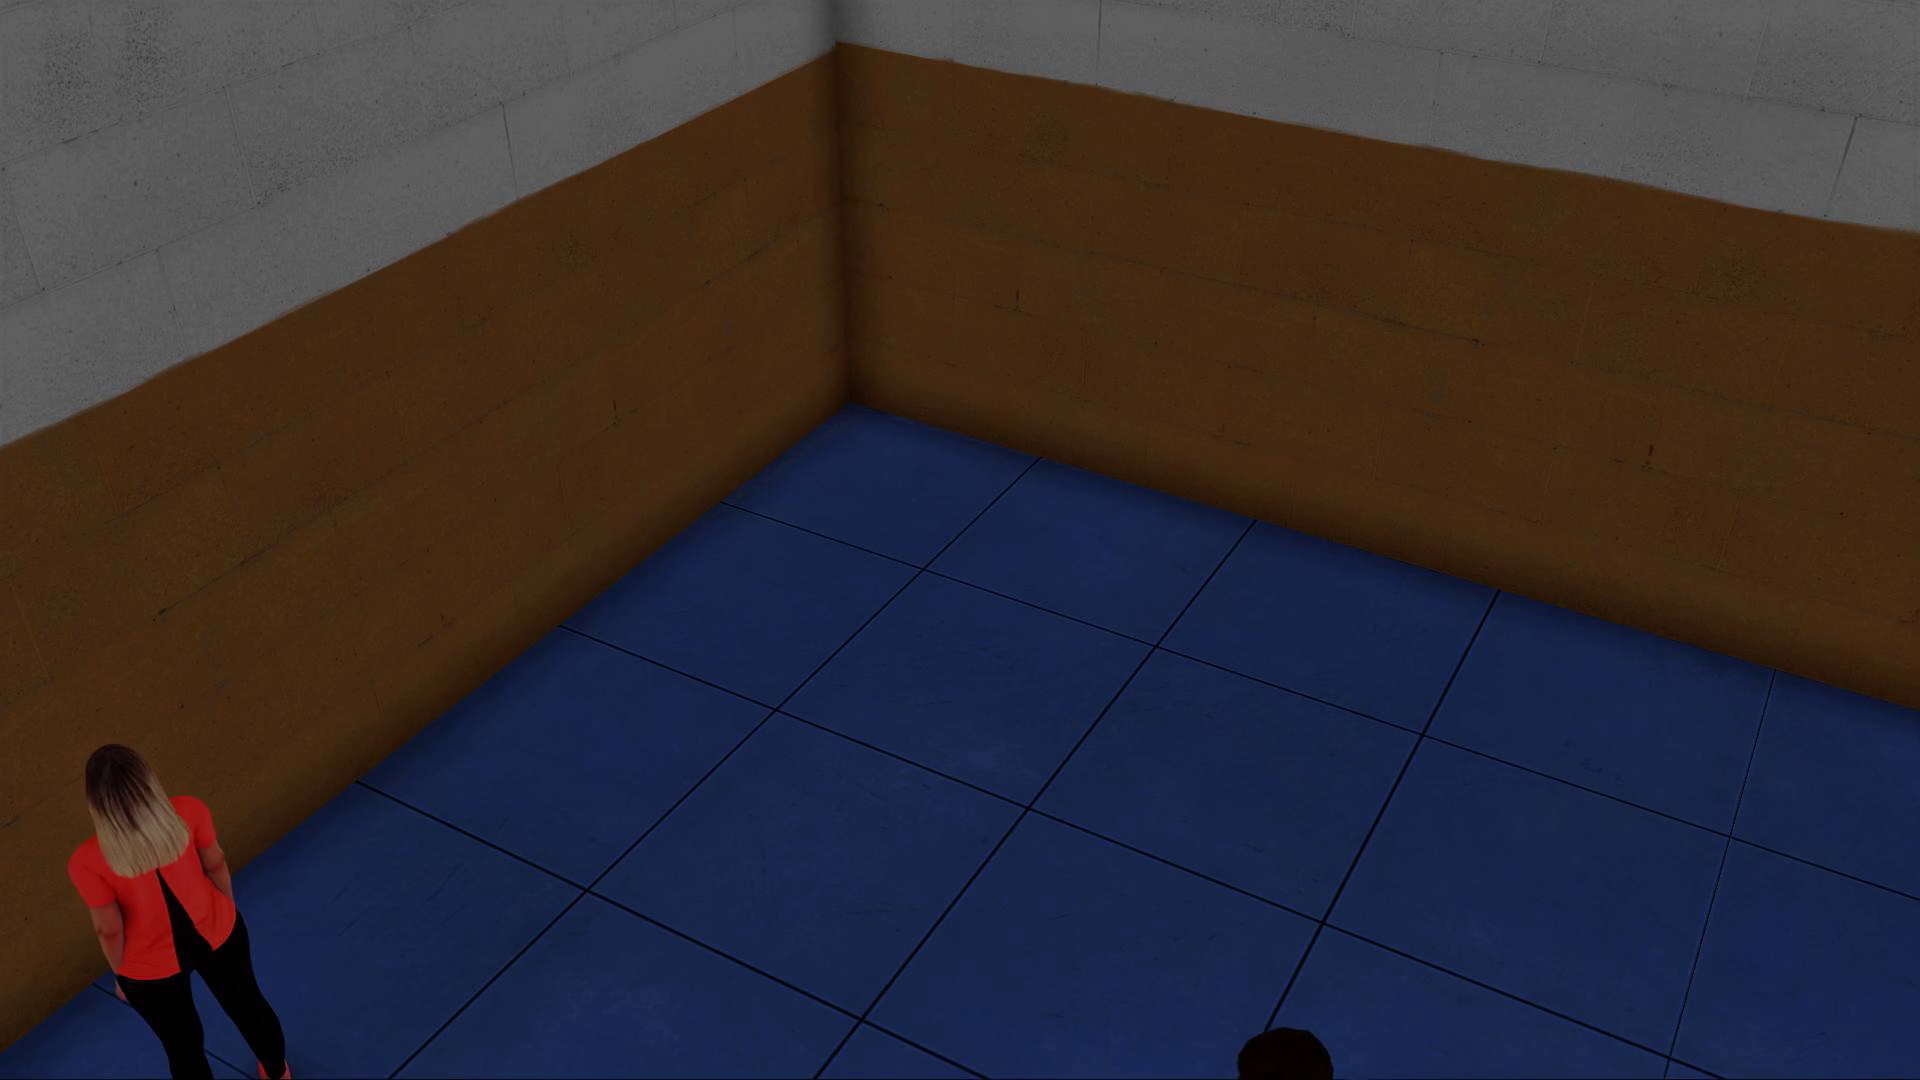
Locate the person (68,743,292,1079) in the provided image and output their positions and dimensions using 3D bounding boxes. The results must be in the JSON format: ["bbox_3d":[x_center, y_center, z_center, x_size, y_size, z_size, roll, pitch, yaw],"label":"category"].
[{"bbox_3d":[-2.538,1.331,5.425,0.696,1.694,0.540,27,42,35],"label":"person"}]
